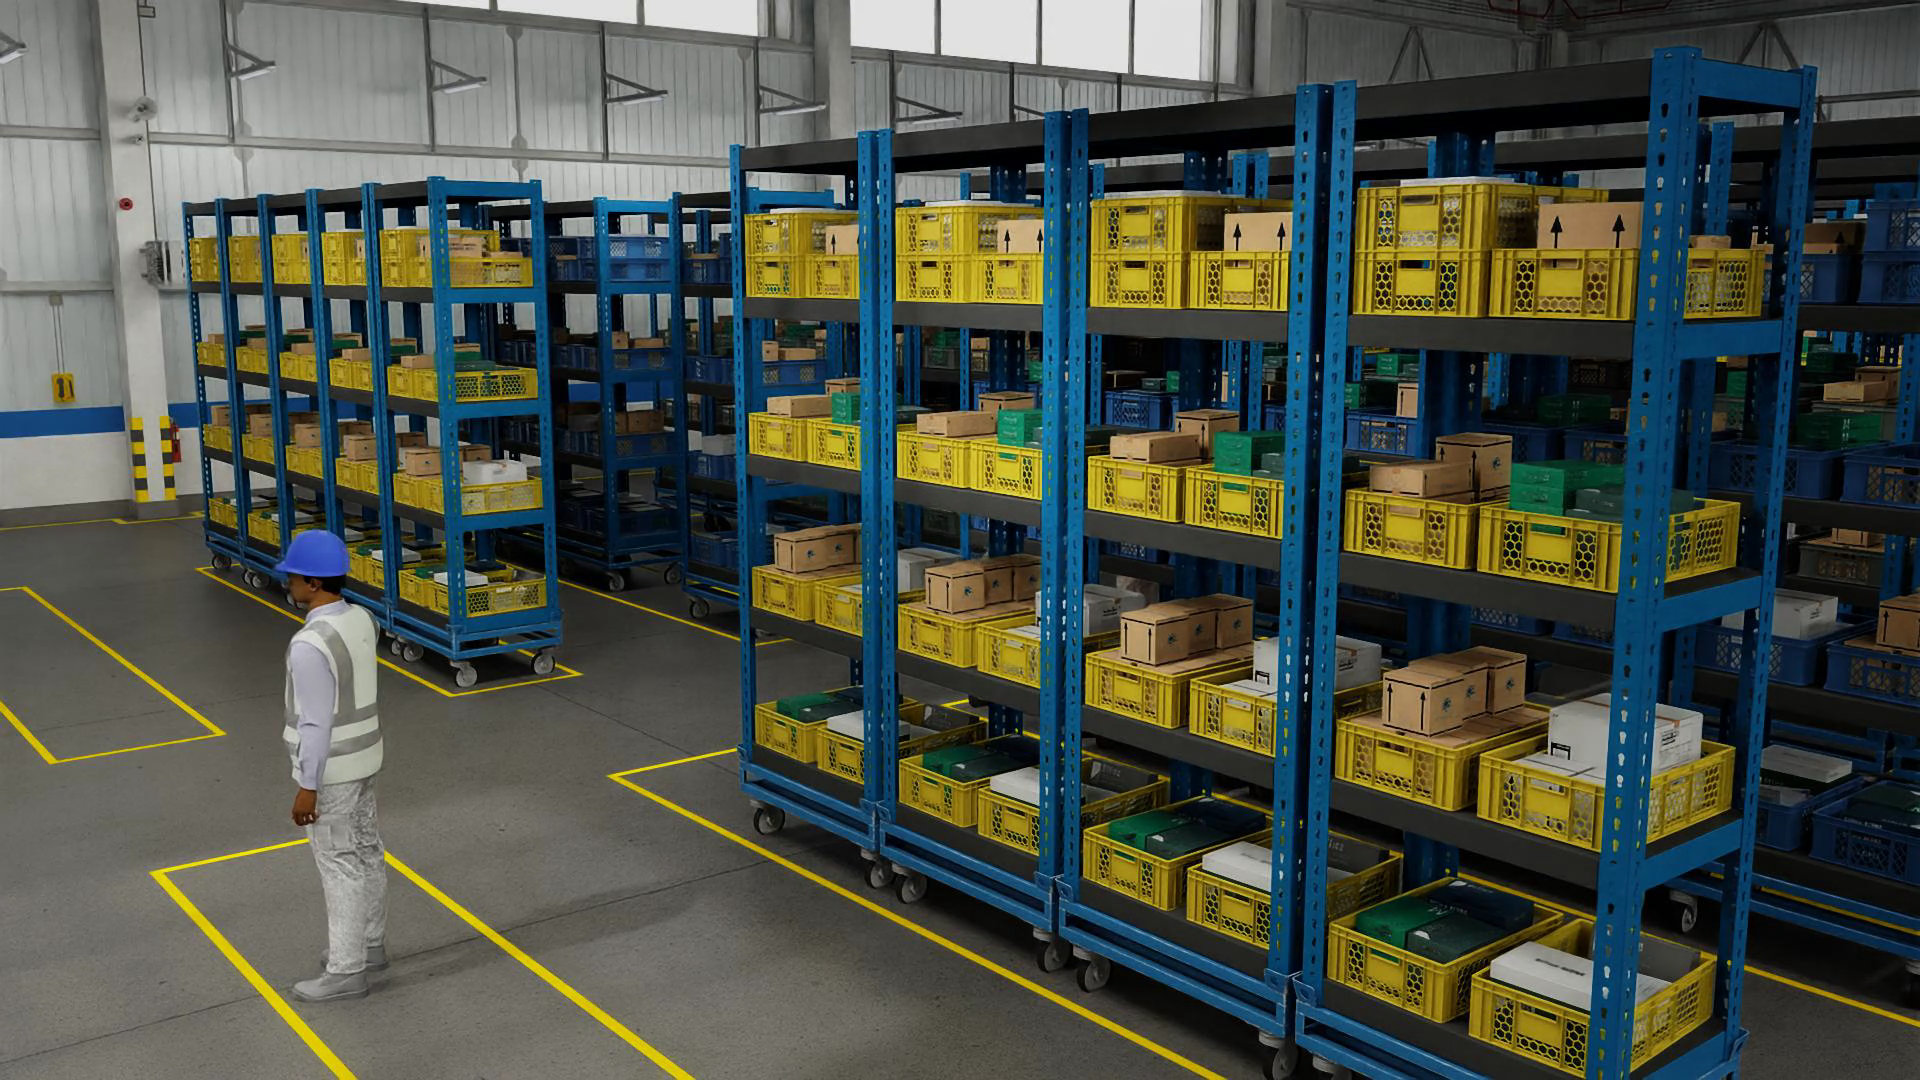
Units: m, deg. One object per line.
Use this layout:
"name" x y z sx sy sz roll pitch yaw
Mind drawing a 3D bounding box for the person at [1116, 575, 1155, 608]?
"person" 1.439 -0.113 12.921 0.610 1.996 0.384 -9 13 -44

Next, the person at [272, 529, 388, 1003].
"person" -2.574 0.917 6.850 0.384 1.951 0.605 0 9 0
